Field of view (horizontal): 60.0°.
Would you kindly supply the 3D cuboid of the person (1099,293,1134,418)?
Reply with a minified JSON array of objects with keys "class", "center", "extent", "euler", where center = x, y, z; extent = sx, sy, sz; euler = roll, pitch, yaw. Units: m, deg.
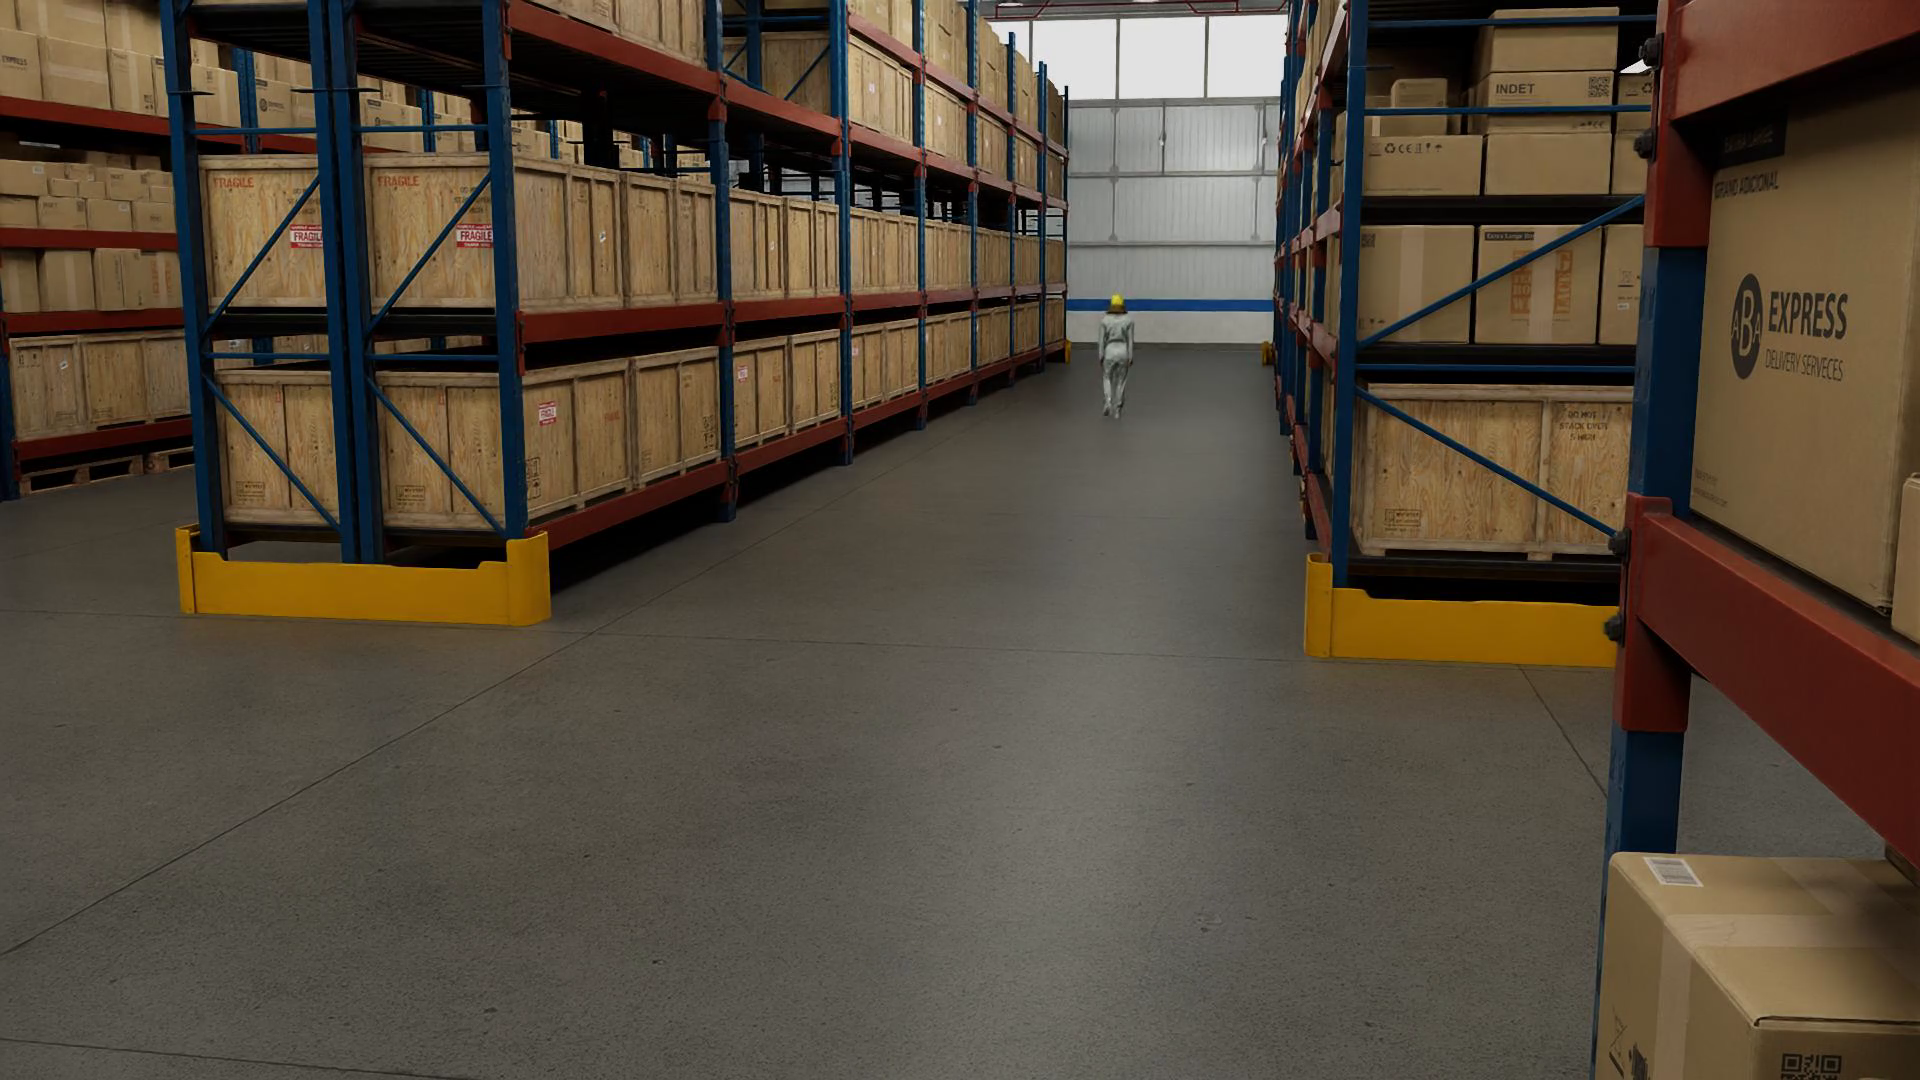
[{"class":"person","center":[2.174,-2.561,23.145],"extent":[0.488,1.727,0.396],"euler":[1,9,5]}]
